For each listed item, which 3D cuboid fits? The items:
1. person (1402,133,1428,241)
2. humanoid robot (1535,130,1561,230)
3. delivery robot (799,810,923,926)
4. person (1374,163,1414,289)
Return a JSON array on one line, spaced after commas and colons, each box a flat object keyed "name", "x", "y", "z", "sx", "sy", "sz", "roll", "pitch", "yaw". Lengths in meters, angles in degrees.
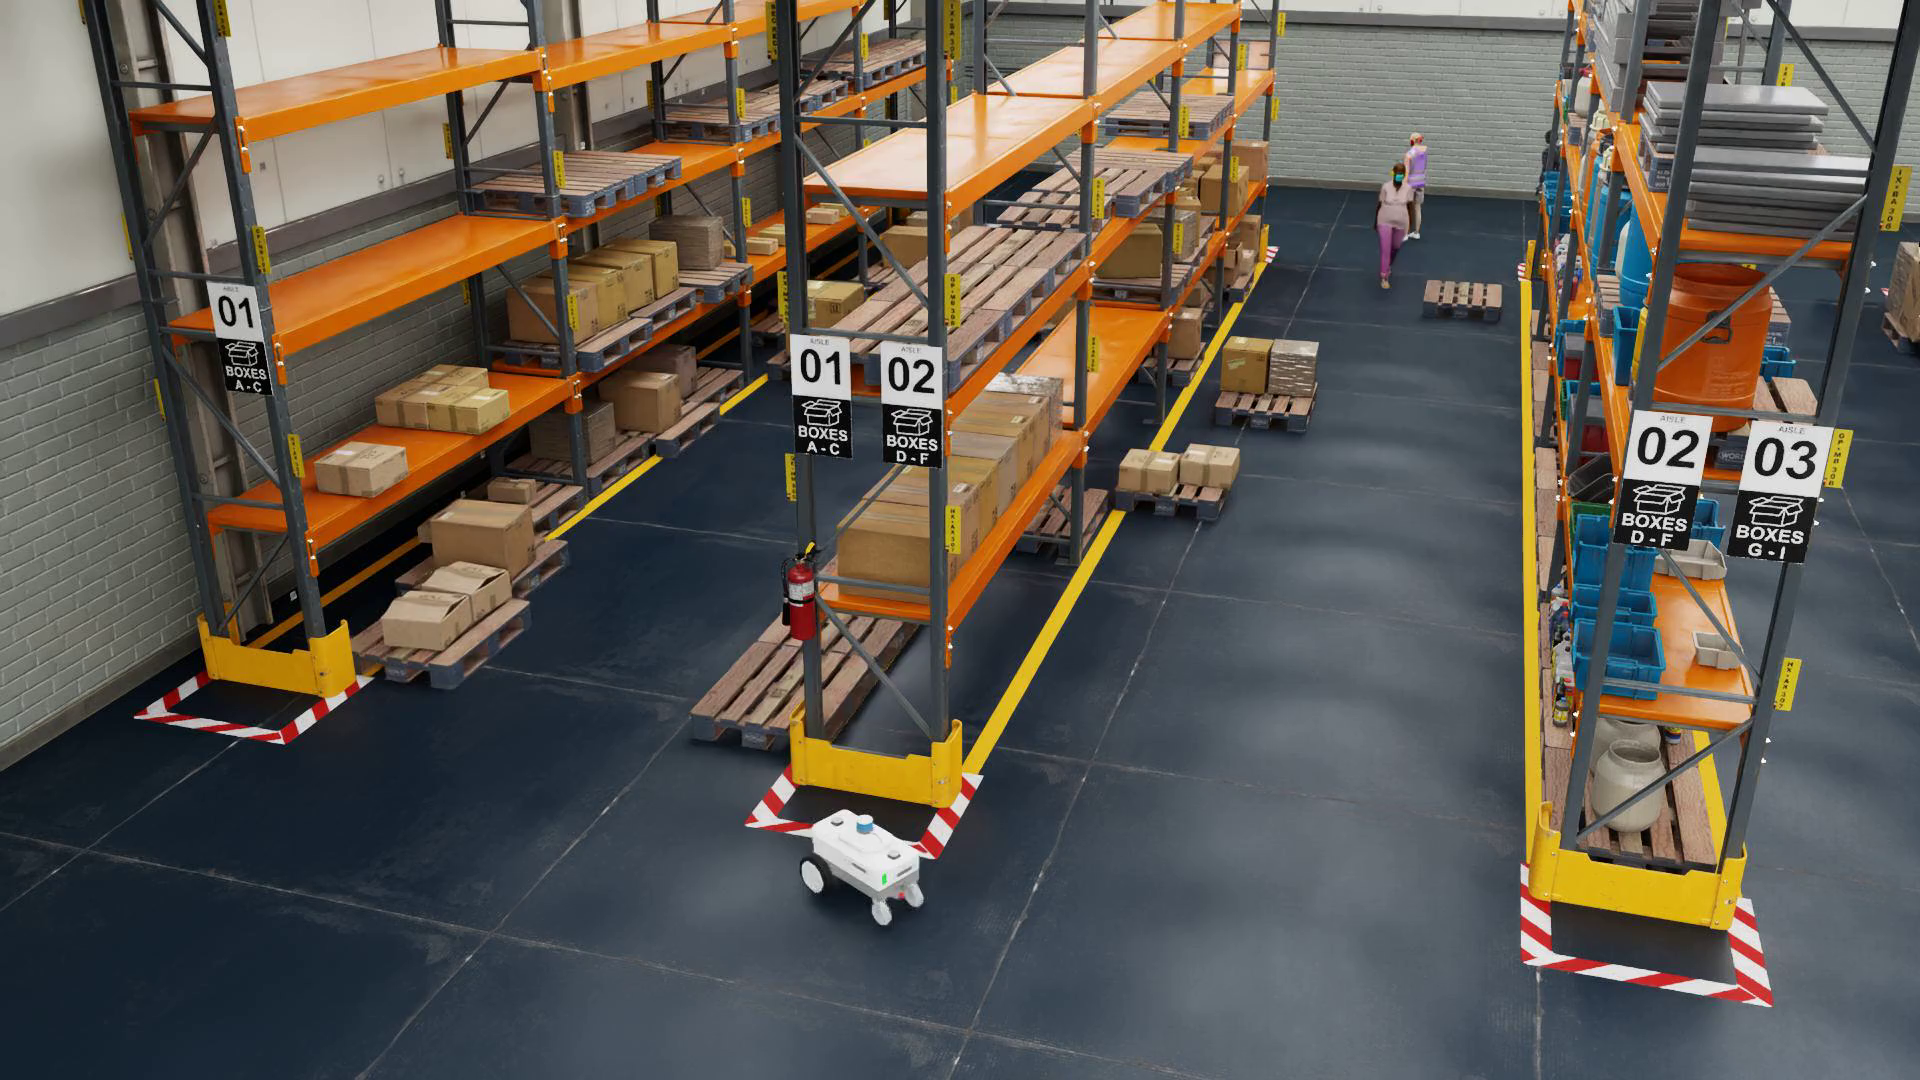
[{"name": "person", "x": 7.166, "y": -5.590, "z": 26.345, "sx": 0.491, "sy": 1.688, "sz": 0.349, "roll": -14, "pitch": 27, "yaw": -29}, {"name": "humanoid robot", "x": 9.551, "y": -5.759, "z": 26.751, "sx": 0.459, "sy": 1.635, "sz": 0.611, "roll": 22, "pitch": 31, "yaw": 40}, {"name": "delivery robot", "x": -0.591, "y": 1.972, "z": 10.251, "sx": 0.807, "sy": 0.603, "sz": 0.499, "roll": 21, "pitch": 31, "yaw": 40}, {"name": "person", "x": 6.213, "y": -4.567, "z": 23.882, "sx": 0.520, "sy": 1.767, "sz": 0.890, "roll": 1, "pitch": 23, "yaw": 3}]
